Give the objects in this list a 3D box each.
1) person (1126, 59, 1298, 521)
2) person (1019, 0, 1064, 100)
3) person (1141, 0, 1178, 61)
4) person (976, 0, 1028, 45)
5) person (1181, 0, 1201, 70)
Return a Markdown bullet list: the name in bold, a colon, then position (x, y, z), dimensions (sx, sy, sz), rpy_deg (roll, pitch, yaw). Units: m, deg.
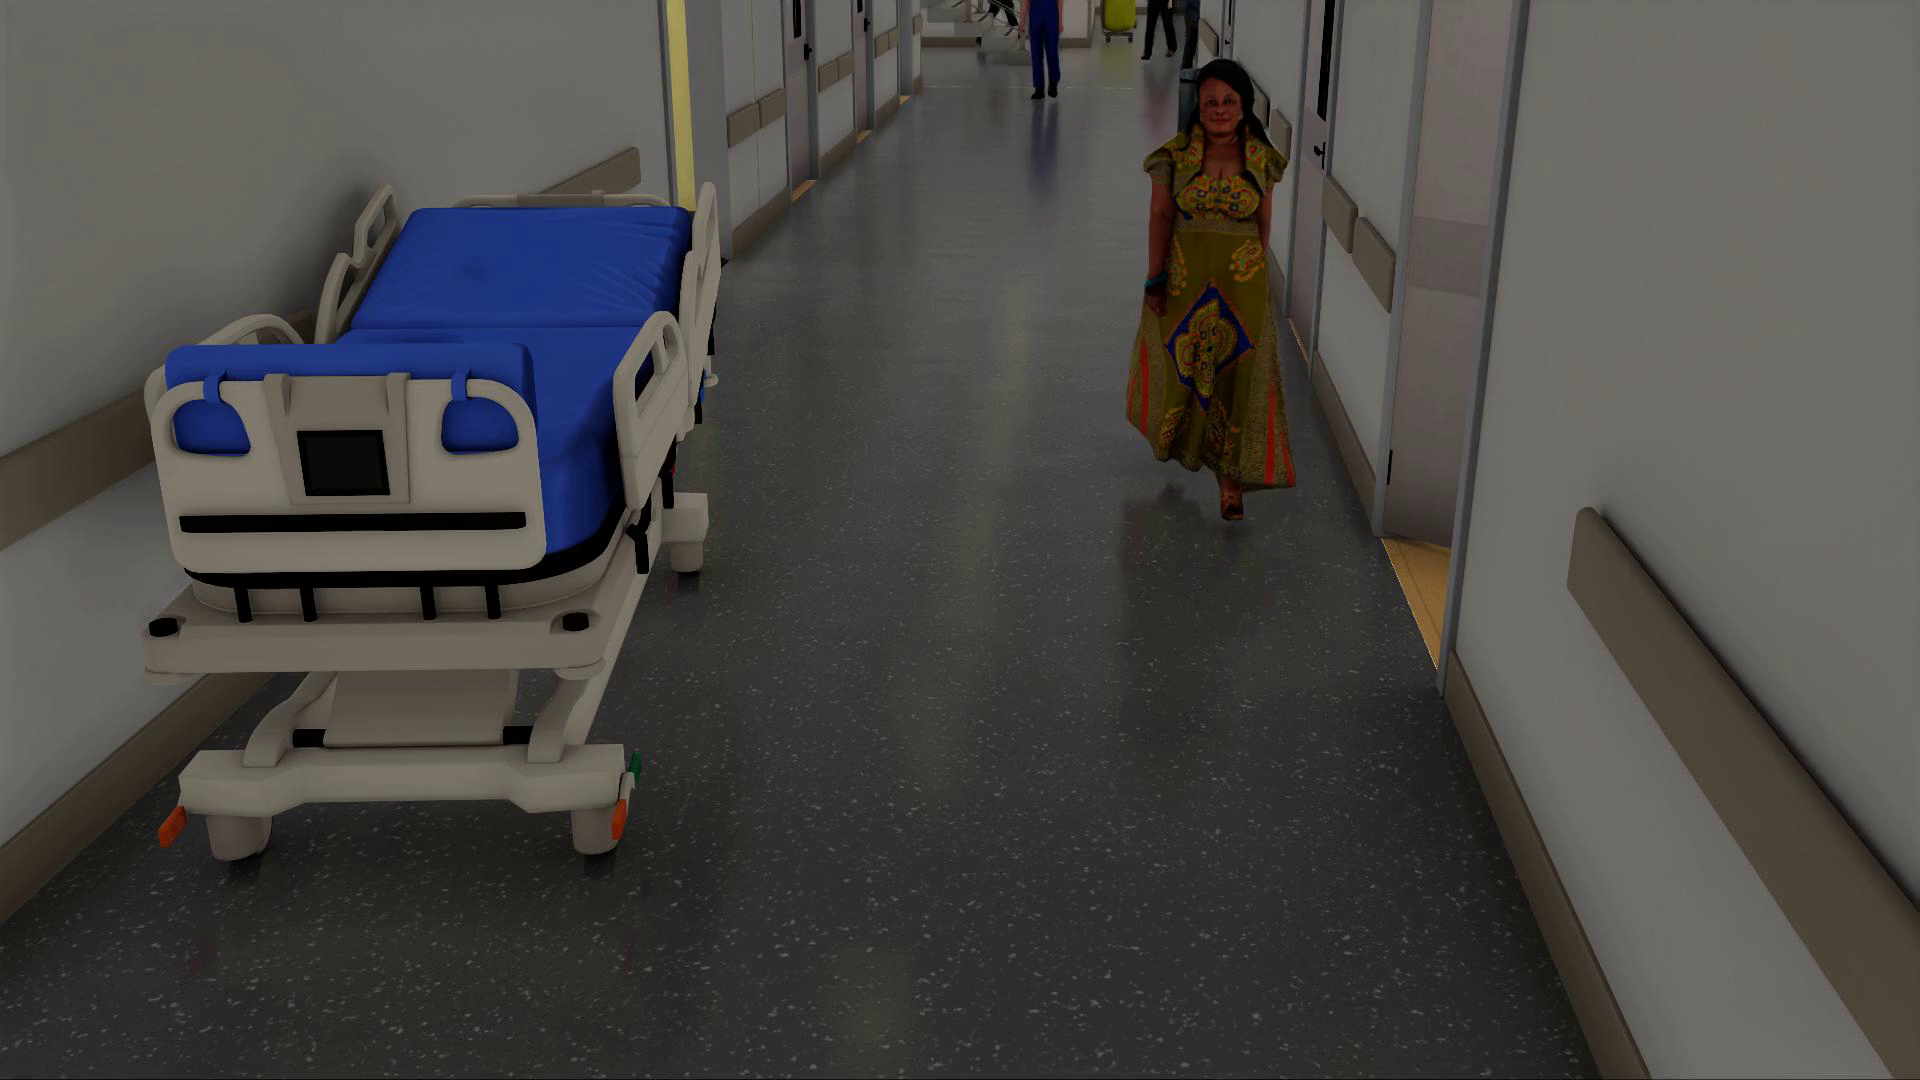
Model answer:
- **person**: position (0.921, -0.964, 6.334), dimensions (1.185, 1.608, 0.847), rpy_deg (0, 21, 0)
- **person**: position (1.018, -6.261, 19.994), dimensions (0.642, 1.839, 0.767), rpy_deg (6, 22, 16)
- **person**: position (3.063, -8.052, 25.031), dimensions (1.106, 1.619, 0.993), rpy_deg (14, 25, 32)
- **person**: position (0.574, -8.940, 27.134), dimensions (1.223, 1.750, 0.763), rpy_deg (0, 21, -1)
- **person**: position (2.872, -6.420, 20.481), dimensions (0.861, 1.792, 0.818), rpy_deg (-13, 24, -31)
